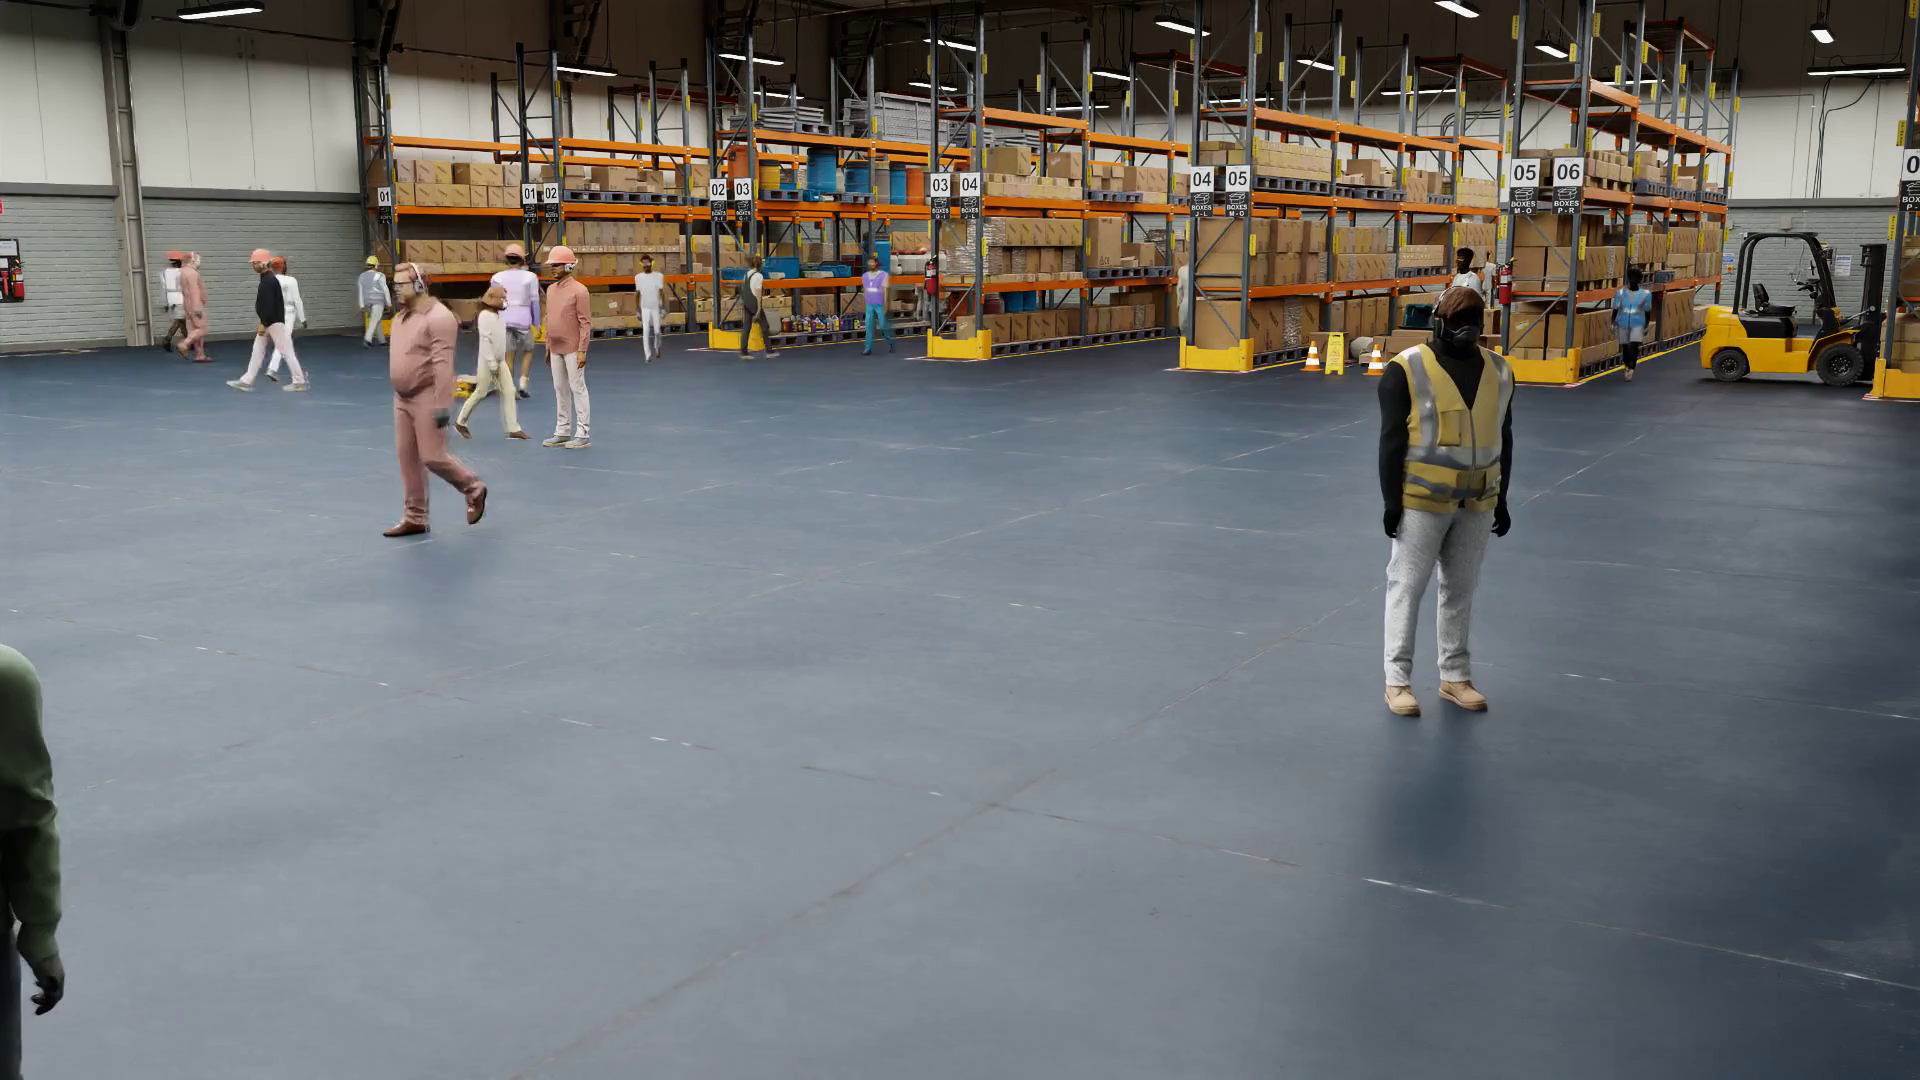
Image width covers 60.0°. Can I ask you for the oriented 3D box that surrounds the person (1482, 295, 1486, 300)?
[{"bbox_3d":[13.526,-6.514,42.774,0.441,1.828,0.643,8,13,37],"label":"person"}]

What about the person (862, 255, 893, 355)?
[{"bbox_3d":[-1.509,-4.297,30.378,0.571,1.822,0.818,5,11,24],"label":"person"}]

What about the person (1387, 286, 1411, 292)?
[{"bbox_3d":[10.803,-6.220,40.931,0.573,1.906,0.484,3,10,14],"label":"person"}]

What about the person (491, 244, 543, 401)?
[{"bbox_3d":[-5.674,-2.782,21.347,0.687,2.014,0.521,0,10,2],"label":"person"}]

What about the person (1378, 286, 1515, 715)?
[{"bbox_3d":[2.105,-0.167,7.181,0.624,1.845,0.430,-2,10,-12],"label":"person"}]

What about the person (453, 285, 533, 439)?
[{"bbox_3d":[-4.875,-1.831,17.178,0.823,1.598,0.506,3,11,16],"label":"person"}]

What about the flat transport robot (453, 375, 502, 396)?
[{"bbox_3d":[-6.571,-2.070,22.240,0.652,0.197,1.431,-1,10,-3],"label":"flat transport robot"}]

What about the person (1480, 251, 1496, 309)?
[{"bbox_3d":[12.352,-5.890,39.199,0.510,1.860,0.333,2,10,13],"label":"person"}]

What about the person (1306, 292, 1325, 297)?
[{"bbox_3d":[8.540,-5.955,39.531,0.589,1.873,0.486,8,13,37],"label":"person"}]

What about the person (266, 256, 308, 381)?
[{"bbox_3d":[-10.077,-3.283,24.670,0.572,1.842,1.009,3,11,17],"label":"person"}]

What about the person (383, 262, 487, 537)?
[{"bbox_3d":[-3.704,-0.973,11.542,0.662,1.891,0.642,8,13,38],"label":"person"}]

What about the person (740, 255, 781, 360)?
[{"bbox_3d":[-3.503,-4.032,28.933,0.539,1.811,0.863,9,14,42],"label":"person"}]

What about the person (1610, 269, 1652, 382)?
[{"bbox_3d":[9.916,-3.178,24.562,0.532,1.660,0.856,6,12,31],"label":"person"}]

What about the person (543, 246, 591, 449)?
[{"bbox_3d":[-3.901,-1.901,16.469,0.611,1.995,0.380,8,13,36],"label":"person"}]

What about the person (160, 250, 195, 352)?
[{"bbox_3d":[-14.662,-4.462,31.098,0.558,1.900,0.966,4,11,20],"label":"person"}]

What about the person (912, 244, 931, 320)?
[{"bbox_3d":[-0.932,-6.844,44.183,0.621,1.976,1.077,6,12,29],"label":"person"}]

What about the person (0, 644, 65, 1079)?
[{"bbox_3d":[-1.811,0.710,2.855,0.500,1.632,0.286,-3,10,-14],"label":"person"}]

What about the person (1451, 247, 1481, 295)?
[{"bbox_3d":[6.987,-3.081,23.153,0.364,1.966,0.610,-2,10,-13],"label":"person"}]

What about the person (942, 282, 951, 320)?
[{"bbox_3d":[-0.203,-6.488,42.373,0.542,1.917,0.482,-1,10,-8],"label":"person"}]

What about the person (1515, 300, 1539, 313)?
[{"bbox_3d":[12.090,-5.274,35.518,0.627,1.941,0.374,6,12,31],"label":"person"}]

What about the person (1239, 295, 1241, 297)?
[{"bbox_3d":[5.731,-4.732,32.196,0.704,2.000,1.004,5,11,28],"label":"person"}]

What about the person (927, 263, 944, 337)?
[{"bbox_3d":[-0.526,-5.066,35.132,0.317,1.669,0.613,3,11,18],"label":"person"}]

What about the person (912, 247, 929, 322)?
[{"bbox_3d":[-0.899,-6.377,41.750,0.609,1.917,0.437,6,12,28],"label":"person"}]

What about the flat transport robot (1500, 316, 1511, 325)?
[{"bbox_3d":[13.336,-5.388,40.823,0.652,0.197,1.431,2,10,9],"label":"flat transport robot"}]

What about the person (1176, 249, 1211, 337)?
[{"bbox_3d":[4.033,-4.084,28.878,0.654,1.925,0.516,5,11,27],"label":"person"}]

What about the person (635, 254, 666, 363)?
[{"bbox_3d":[-5.281,-3.966,28.453,0.530,1.848,0.698,-1,10,-6],"label":"person"}]

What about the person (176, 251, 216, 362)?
[{"bbox_3d":[-12.987,-3.938,28.156,0.531,1.891,0.667,-6,12,-32],"label":"person"}]

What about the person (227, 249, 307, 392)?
[{"bbox_3d":[-9.451,-2.974,22.625,1.012,1.937,0.644,-6,12,-28],"label":"person"}]

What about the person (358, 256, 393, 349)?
[{"bbox_3d":[-11.283,-4.572,32.009,0.589,1.794,0.916,4,11,24],"label":"person"}]
